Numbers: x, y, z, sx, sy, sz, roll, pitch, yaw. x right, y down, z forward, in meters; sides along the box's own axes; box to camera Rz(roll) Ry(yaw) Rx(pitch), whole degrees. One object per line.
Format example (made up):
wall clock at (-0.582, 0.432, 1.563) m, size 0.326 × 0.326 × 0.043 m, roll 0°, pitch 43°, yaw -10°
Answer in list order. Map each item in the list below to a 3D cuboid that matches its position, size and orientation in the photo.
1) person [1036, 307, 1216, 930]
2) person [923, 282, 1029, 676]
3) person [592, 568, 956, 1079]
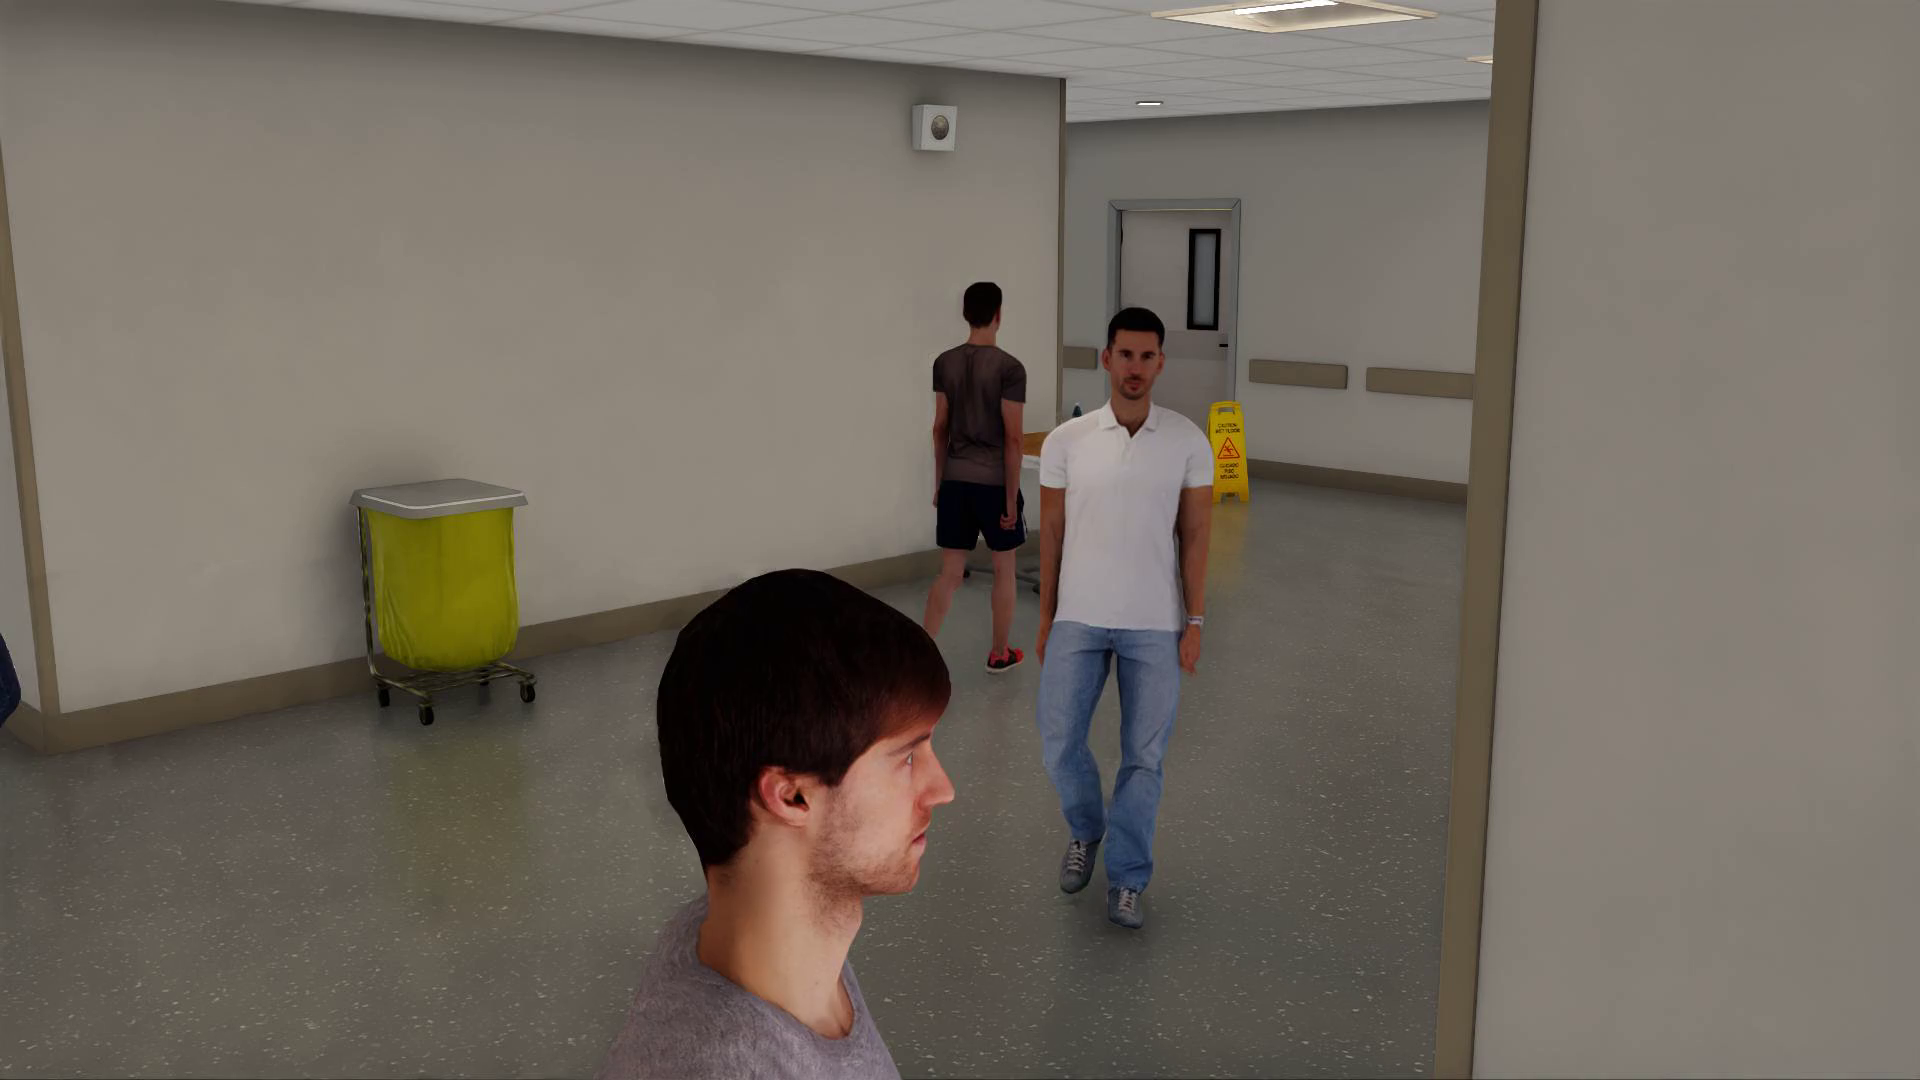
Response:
person at (0.484, 0.226, 5.070) m, size 0.851 × 1.851 × 0.917 m, roll 2°, pitch 11°, yaw 9°
person at (0.030, -0.195, 7.387) m, size 1.196 × 1.813 × 0.977 m, roll 5°, pitch 12°, yaw 24°
person at (-0.203, 0.933, 1.420) m, size 1.111 × 1.822 × 1.055 m, roll 0°, pitch 11°, yaw -2°
